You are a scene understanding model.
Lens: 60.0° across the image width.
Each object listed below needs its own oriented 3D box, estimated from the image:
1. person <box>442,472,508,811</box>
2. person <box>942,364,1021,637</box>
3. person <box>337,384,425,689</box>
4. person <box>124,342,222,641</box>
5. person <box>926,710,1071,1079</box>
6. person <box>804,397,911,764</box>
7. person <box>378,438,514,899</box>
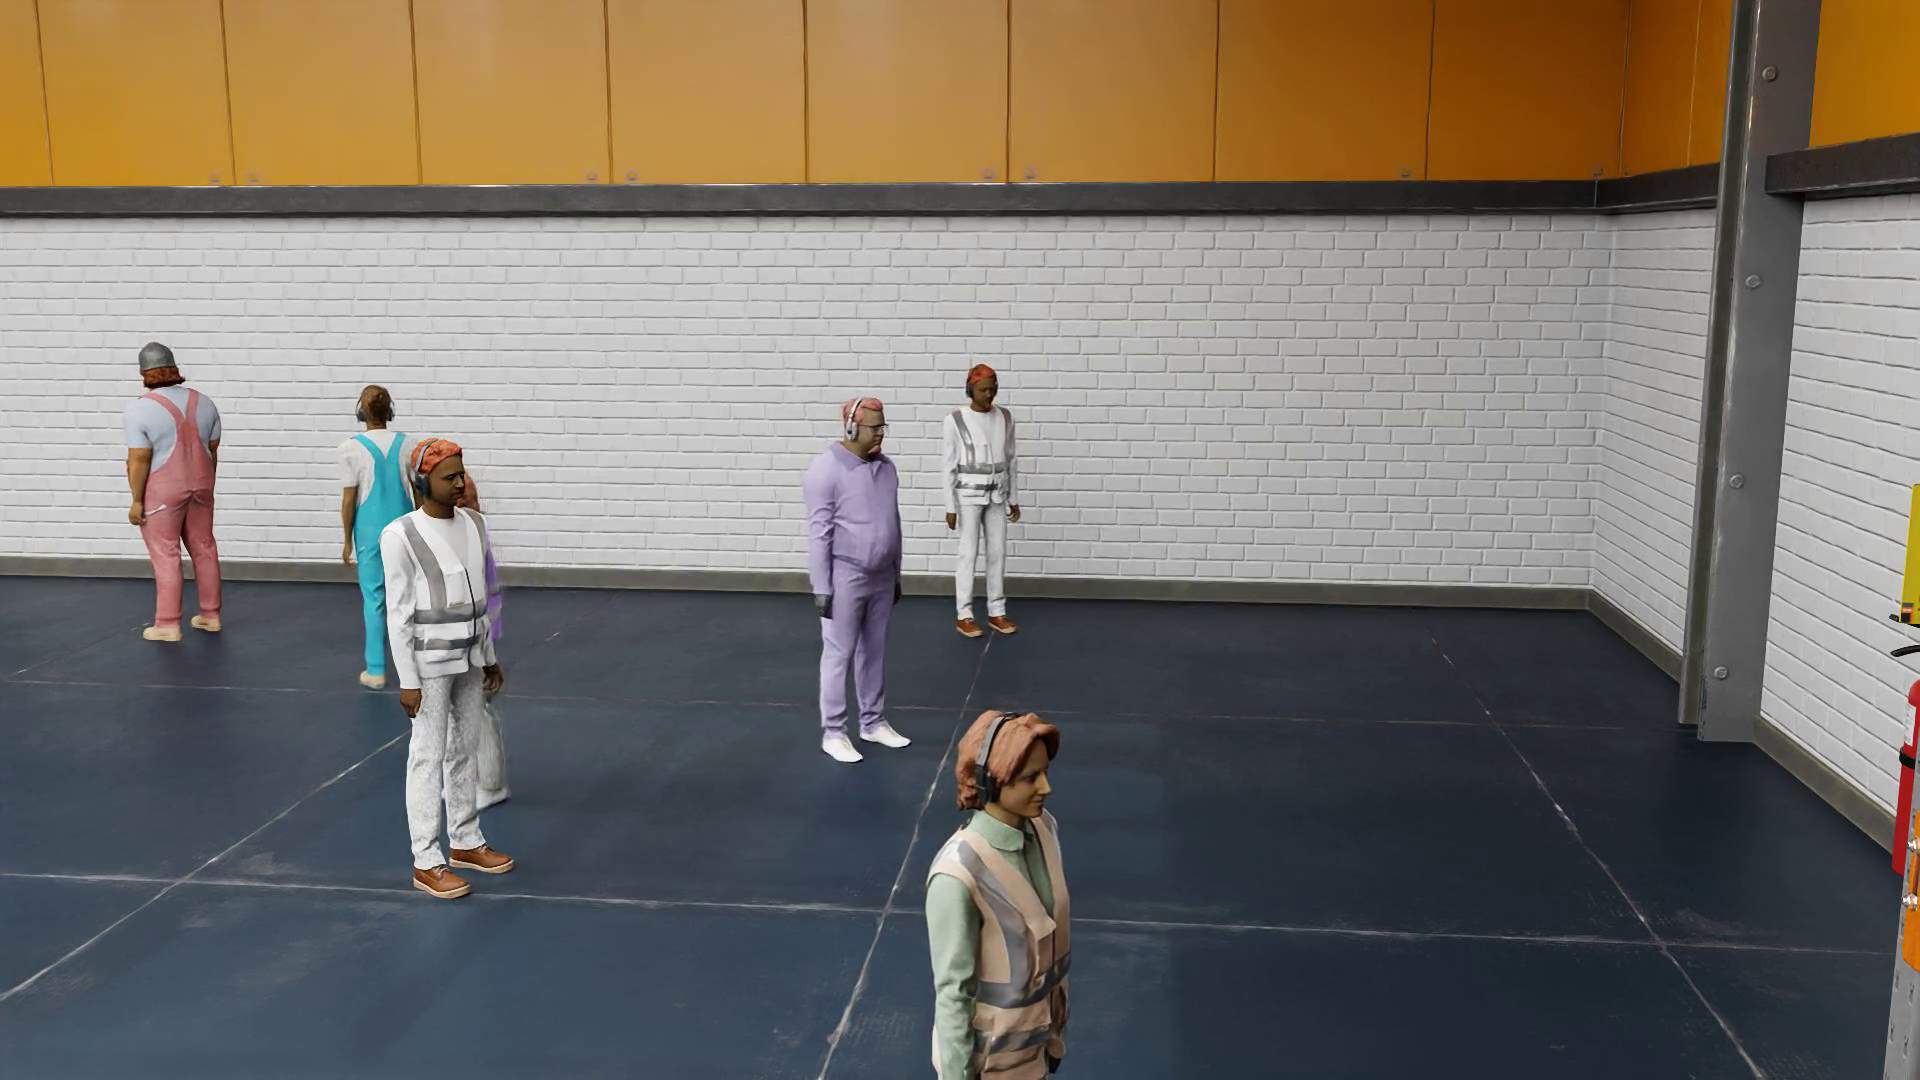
[{"bbox_3d":[-2.348,0.474,7.871,0.371,1.627,0.546,-3,10,-17],"label":"person"},{"bbox_3d":[0.144,-0.272,11.443,0.588,1.876,0.353,-6,12,-31],"label":"person"},{"bbox_3d":[-3.489,-0.022,10.098,0.514,1.843,0.327,-7,12,-35],"label":"person"},{"bbox_3d":[-5.408,-0.339,11.354,0.536,2.000,0.673,5,11,28],"label":"person"},{"bbox_3d":[0.091,1.182,3.790,0.308,1.639,0.524,5,11,26],"label":"person"},{"bbox_3d":[-0.509,0.200,8.689,0.400,1.899,0.643,8,13,39],"label":"person"},{"bbox_3d":[-2.123,0.519,6.898,0.355,1.882,0.575,4,11,22],"label":"person"}]
